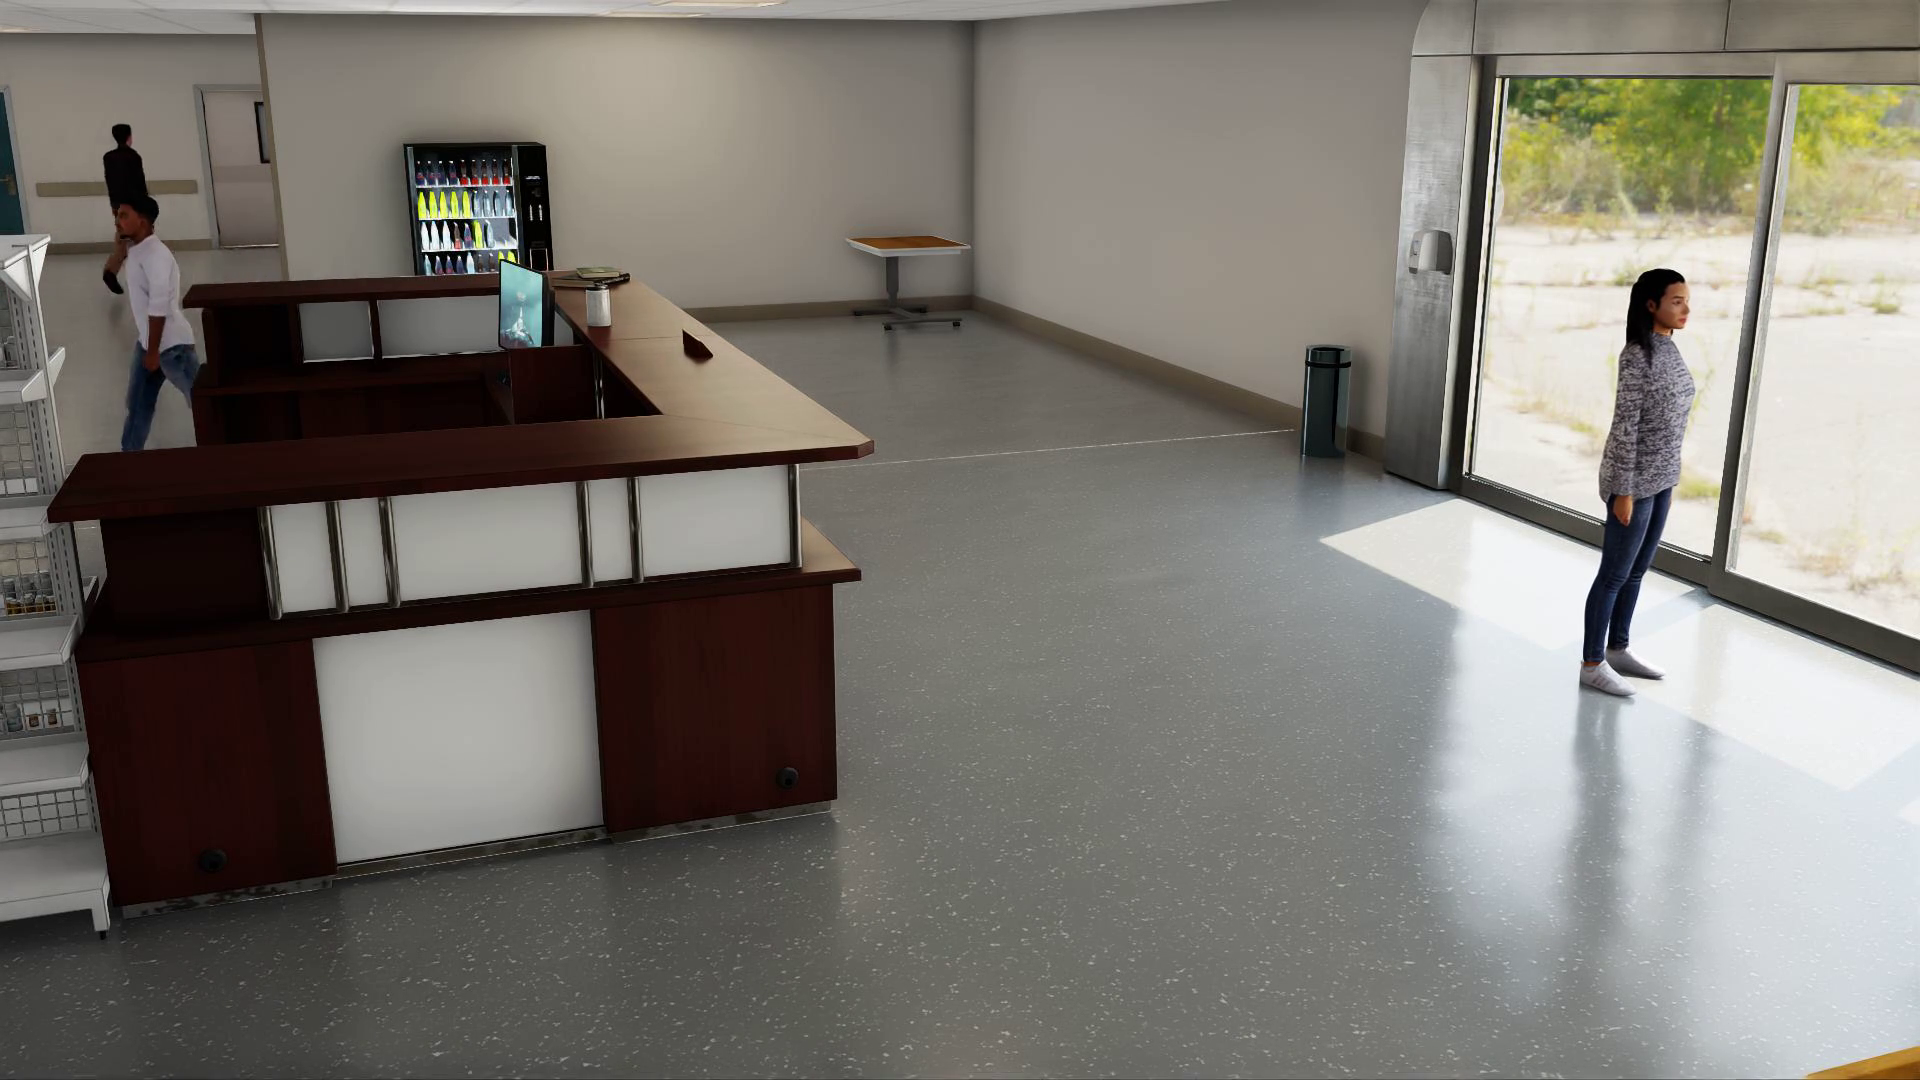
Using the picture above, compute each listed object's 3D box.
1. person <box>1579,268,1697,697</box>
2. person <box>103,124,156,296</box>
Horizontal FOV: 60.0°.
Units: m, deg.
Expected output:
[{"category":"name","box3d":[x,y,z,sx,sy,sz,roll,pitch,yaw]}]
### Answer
[{"category":"person","box3d":[2.793,-0.249,6.842,0.750,1.732,0.609,15,22,42]},{"category":"person","box3d":[-9.441,-3.706,18.801,1.244,1.897,1.184,4,16,13]}]
